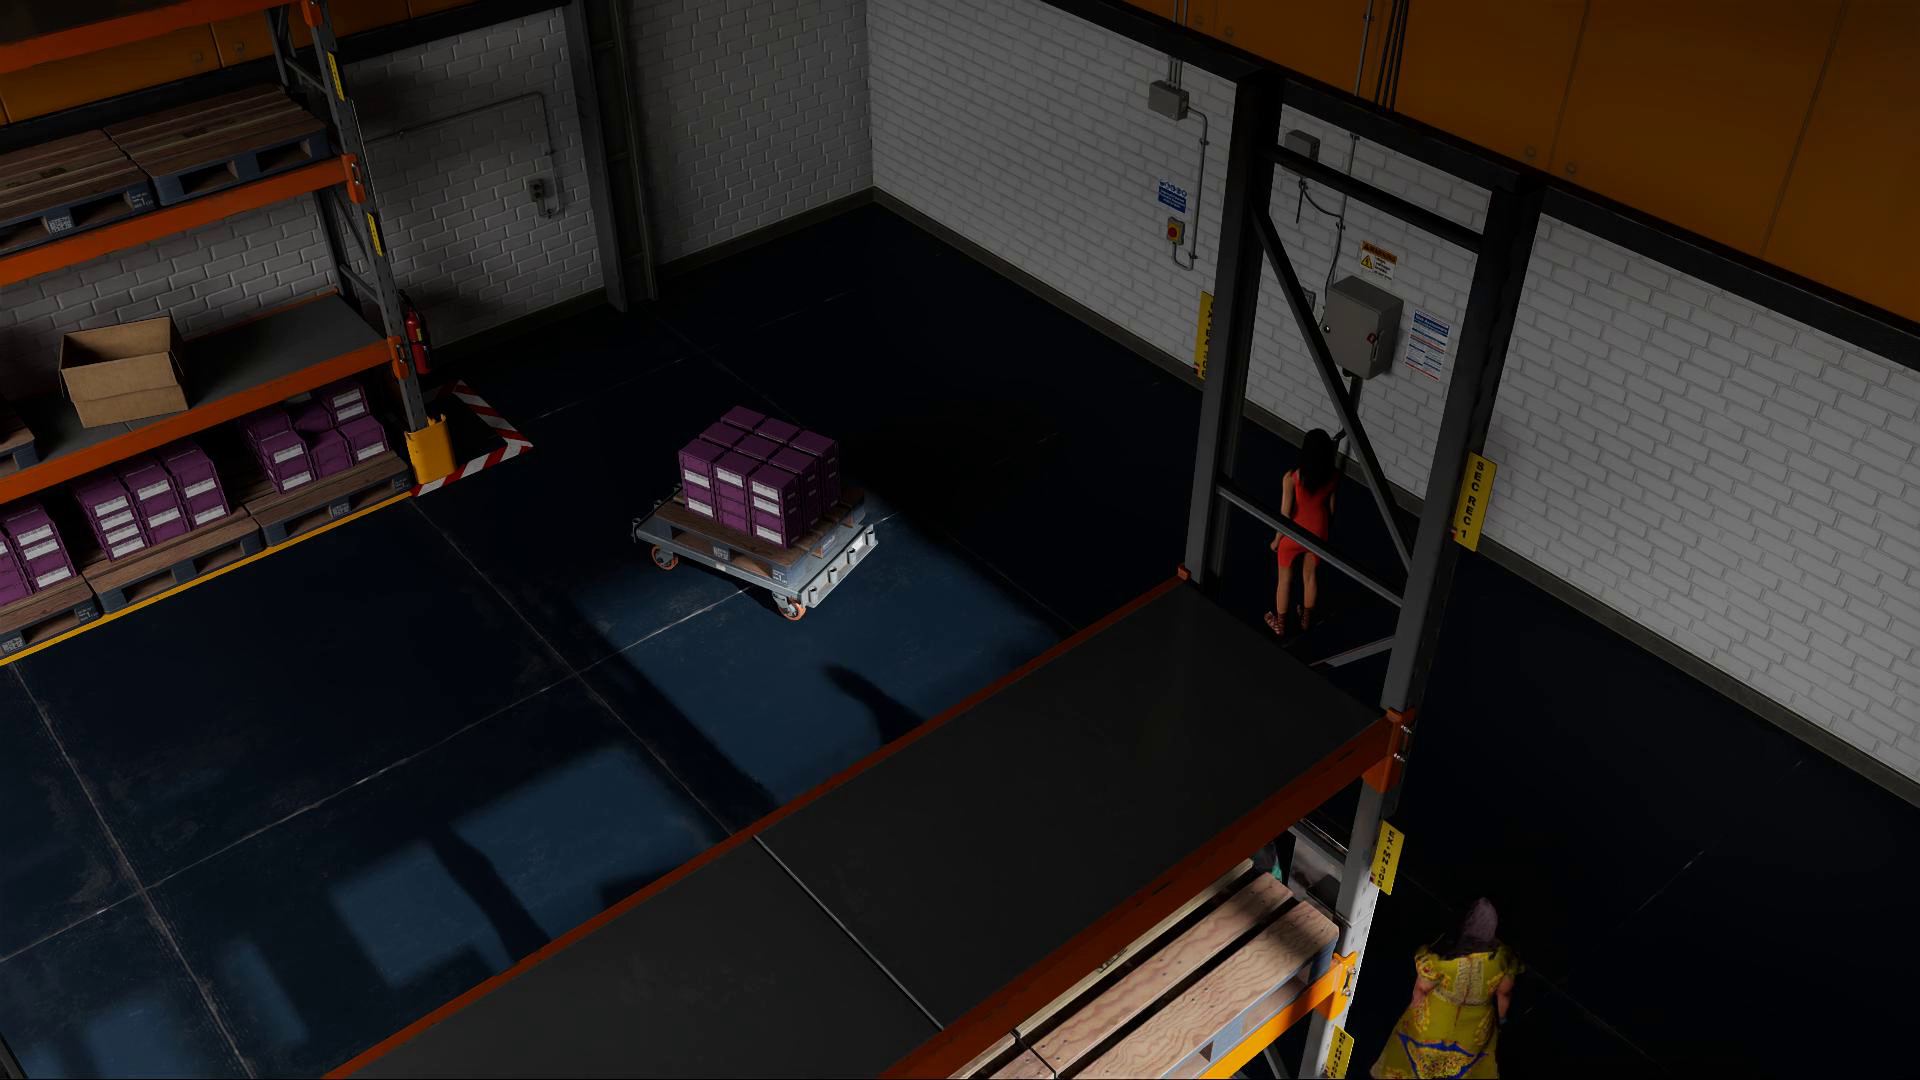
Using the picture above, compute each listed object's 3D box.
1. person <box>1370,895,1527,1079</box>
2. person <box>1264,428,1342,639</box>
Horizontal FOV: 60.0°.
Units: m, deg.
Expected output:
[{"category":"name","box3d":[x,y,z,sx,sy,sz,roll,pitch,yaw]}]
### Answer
[{"category":"person","box3d":[2.499,2.490,8.399,1.043,1.634,1.096,0,39,0]},{"category":"person","box3d":[2.370,-0.043,11.504,0.597,1.719,0.721,-8,39,-10]}]
